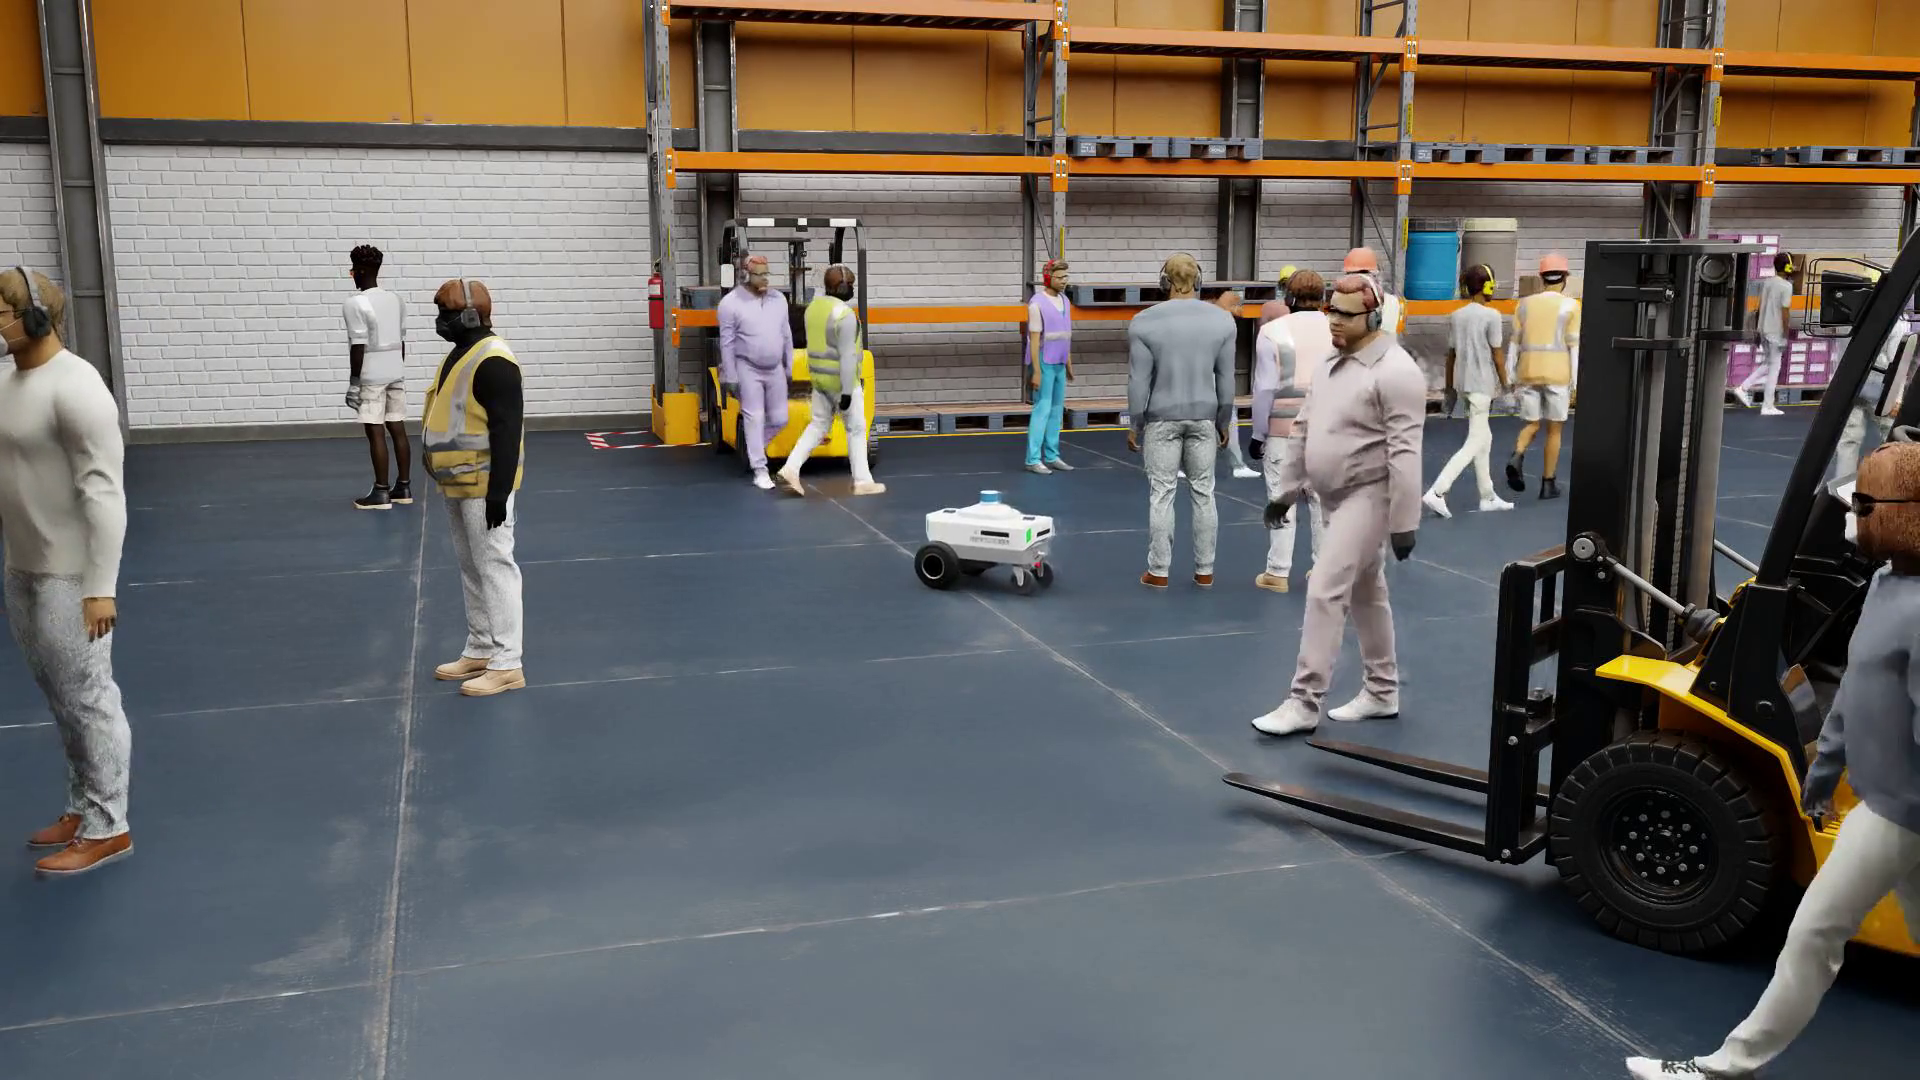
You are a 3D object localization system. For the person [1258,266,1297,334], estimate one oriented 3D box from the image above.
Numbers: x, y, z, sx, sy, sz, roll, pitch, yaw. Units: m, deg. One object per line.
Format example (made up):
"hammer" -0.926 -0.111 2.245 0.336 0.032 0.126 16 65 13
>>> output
"person" 3.126 -1.750 15.972 0.547 1.733 0.800 1 10 7

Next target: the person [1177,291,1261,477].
"person" 2.105 -1.300 13.986 0.841 1.585 0.528 0 10 0

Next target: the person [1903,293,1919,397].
"person" 11.374 -2.458 19.506 1.006 1.869 0.612 -6 12 -29

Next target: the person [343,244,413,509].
"person" -4.358 -1.205 12.420 0.374 1.951 0.608 4 11 21

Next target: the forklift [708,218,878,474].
"forklift" -1.522 -1.778 14.899 1.214 2.155 2.313 -3 11 -17

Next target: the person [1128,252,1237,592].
"person" 1.254 -0.663 9.493 0.627 1.938 0.373 -1 10 -5

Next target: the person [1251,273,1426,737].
"person" 1.488 -0.132 6.761 0.862 1.867 0.665 -2 11 -11

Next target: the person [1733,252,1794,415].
"person" 9.194 -2.342 18.919 0.478 1.858 0.515 -2 10 -8

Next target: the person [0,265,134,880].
"person" -2.890 0.096 5.331 0.635 1.938 0.354 8 13 38

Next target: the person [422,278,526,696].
"person" -2.166 -0.237 7.422 0.429 1.841 0.633 -7 13 -34

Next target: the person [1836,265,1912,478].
"person" 6.724 -1.084 12.127 0.690 1.810 0.625 -4 11 -23

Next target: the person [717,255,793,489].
"person" -1.672 -1.362 13.487 0.674 1.880 0.570 -8 13 -37

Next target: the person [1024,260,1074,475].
"person" 0.757 -1.475 14.251 0.388 1.832 0.565 6 12 32

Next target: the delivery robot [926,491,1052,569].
"delivery robot" 0.169 -0.042 9.621 0.707 0.478 0.477 6 12 28

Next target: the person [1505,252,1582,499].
"person" 4.470 -1.249 12.784 0.652 1.910 0.582 -10 14 -44

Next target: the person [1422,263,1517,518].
"person" 3.726 -1.081 12.066 0.895 1.838 0.532 -3 11 -18

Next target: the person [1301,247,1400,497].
"person" 3.070 -1.263 12.783 1.009 1.939 0.611 -10 14 -43

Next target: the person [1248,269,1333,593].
"person" 1.939 -0.619 9.510 0.636 1.842 0.429 -3 11 -15

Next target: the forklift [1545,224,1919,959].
"forklift" 2.909 0.117 4.508 2.313 2.155 1.214 9 14 40

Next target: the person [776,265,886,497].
"person" -1.014 -1.222 12.913 0.865 1.814 0.631 -8 13 -38

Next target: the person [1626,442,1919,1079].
"person" 2.009 0.572 3.671 0.869 1.580 0.523 4 11 21
